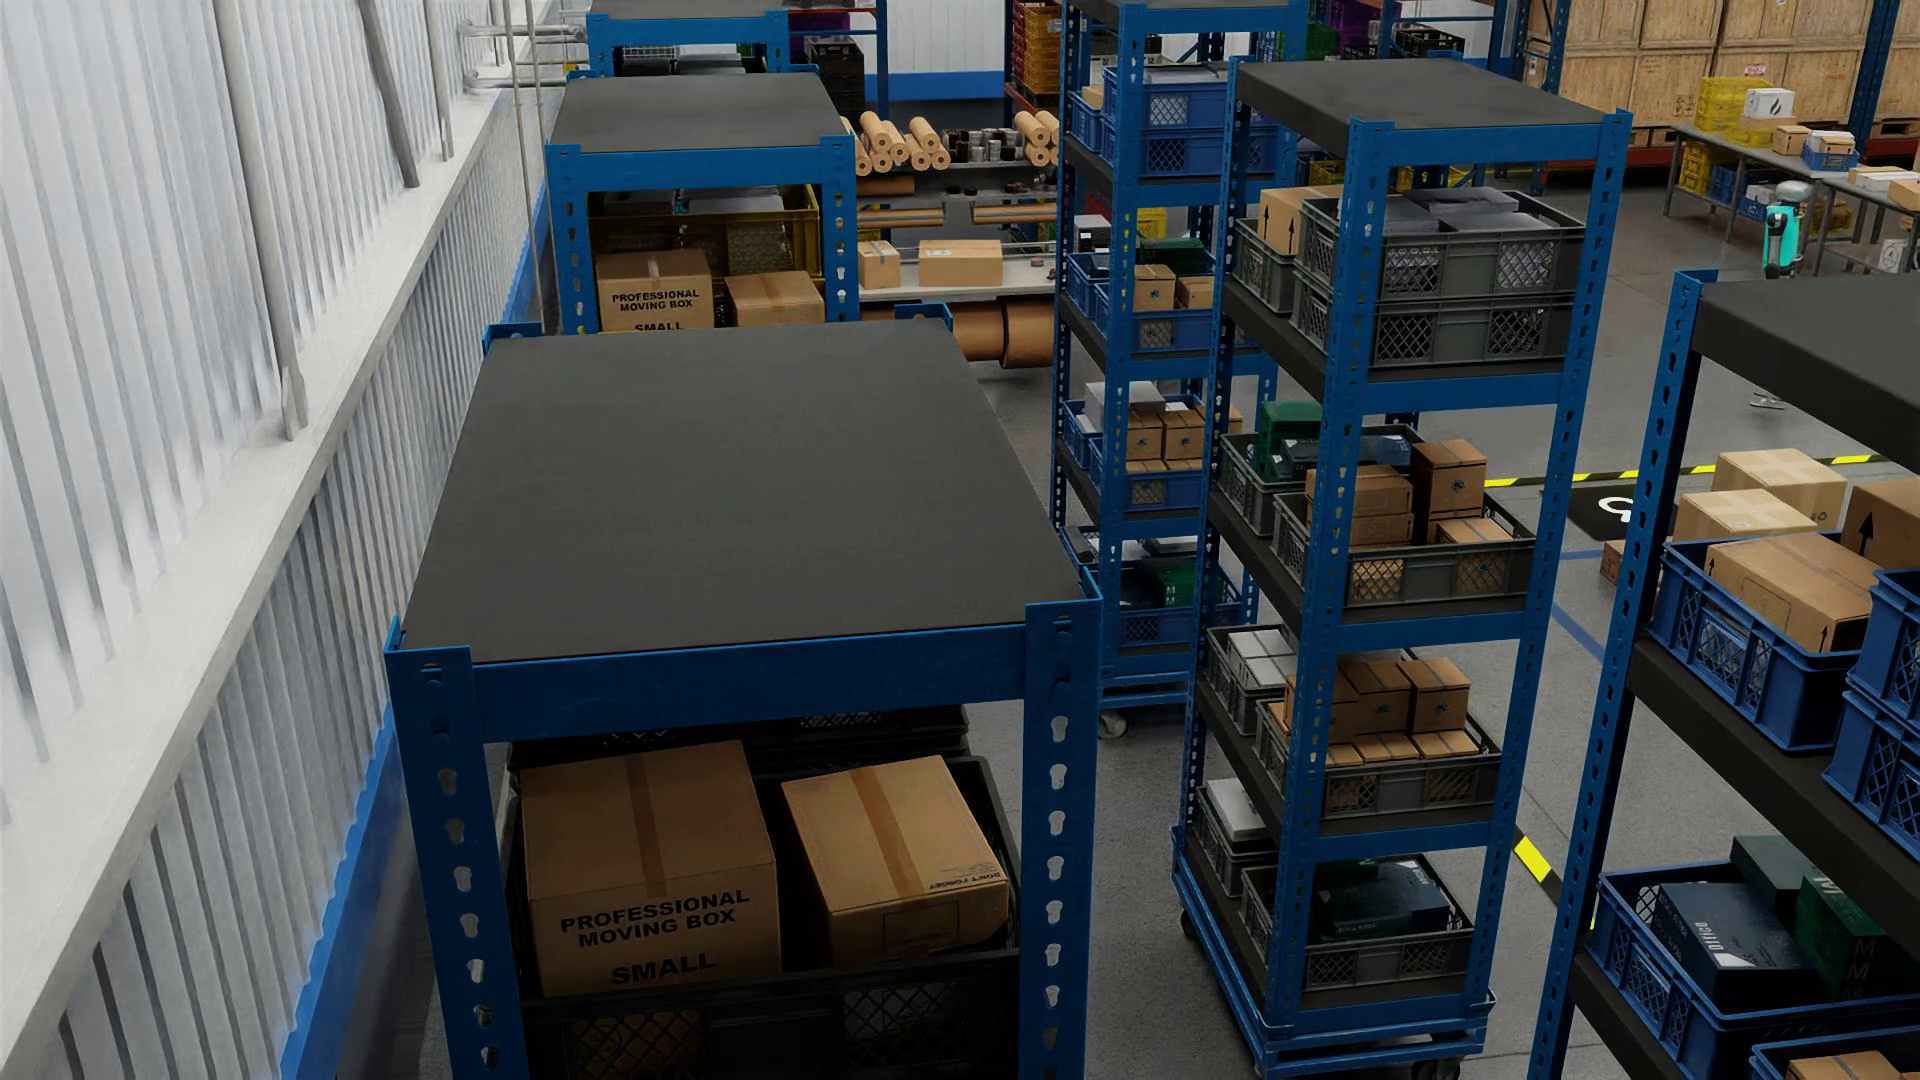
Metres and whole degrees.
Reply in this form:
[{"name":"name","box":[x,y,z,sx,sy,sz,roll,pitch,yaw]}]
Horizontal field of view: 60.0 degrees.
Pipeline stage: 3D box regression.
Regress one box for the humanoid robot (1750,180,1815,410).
[{"name":"humanoid robot","box":[6.204,-1.769,12.231,0.735,1.673,0.533,16,29,31]}]

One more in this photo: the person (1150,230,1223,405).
[{"name":"person","box":[1.455,-1.097,10.794,0.589,1.848,0.403,-3,25,-7]}]
